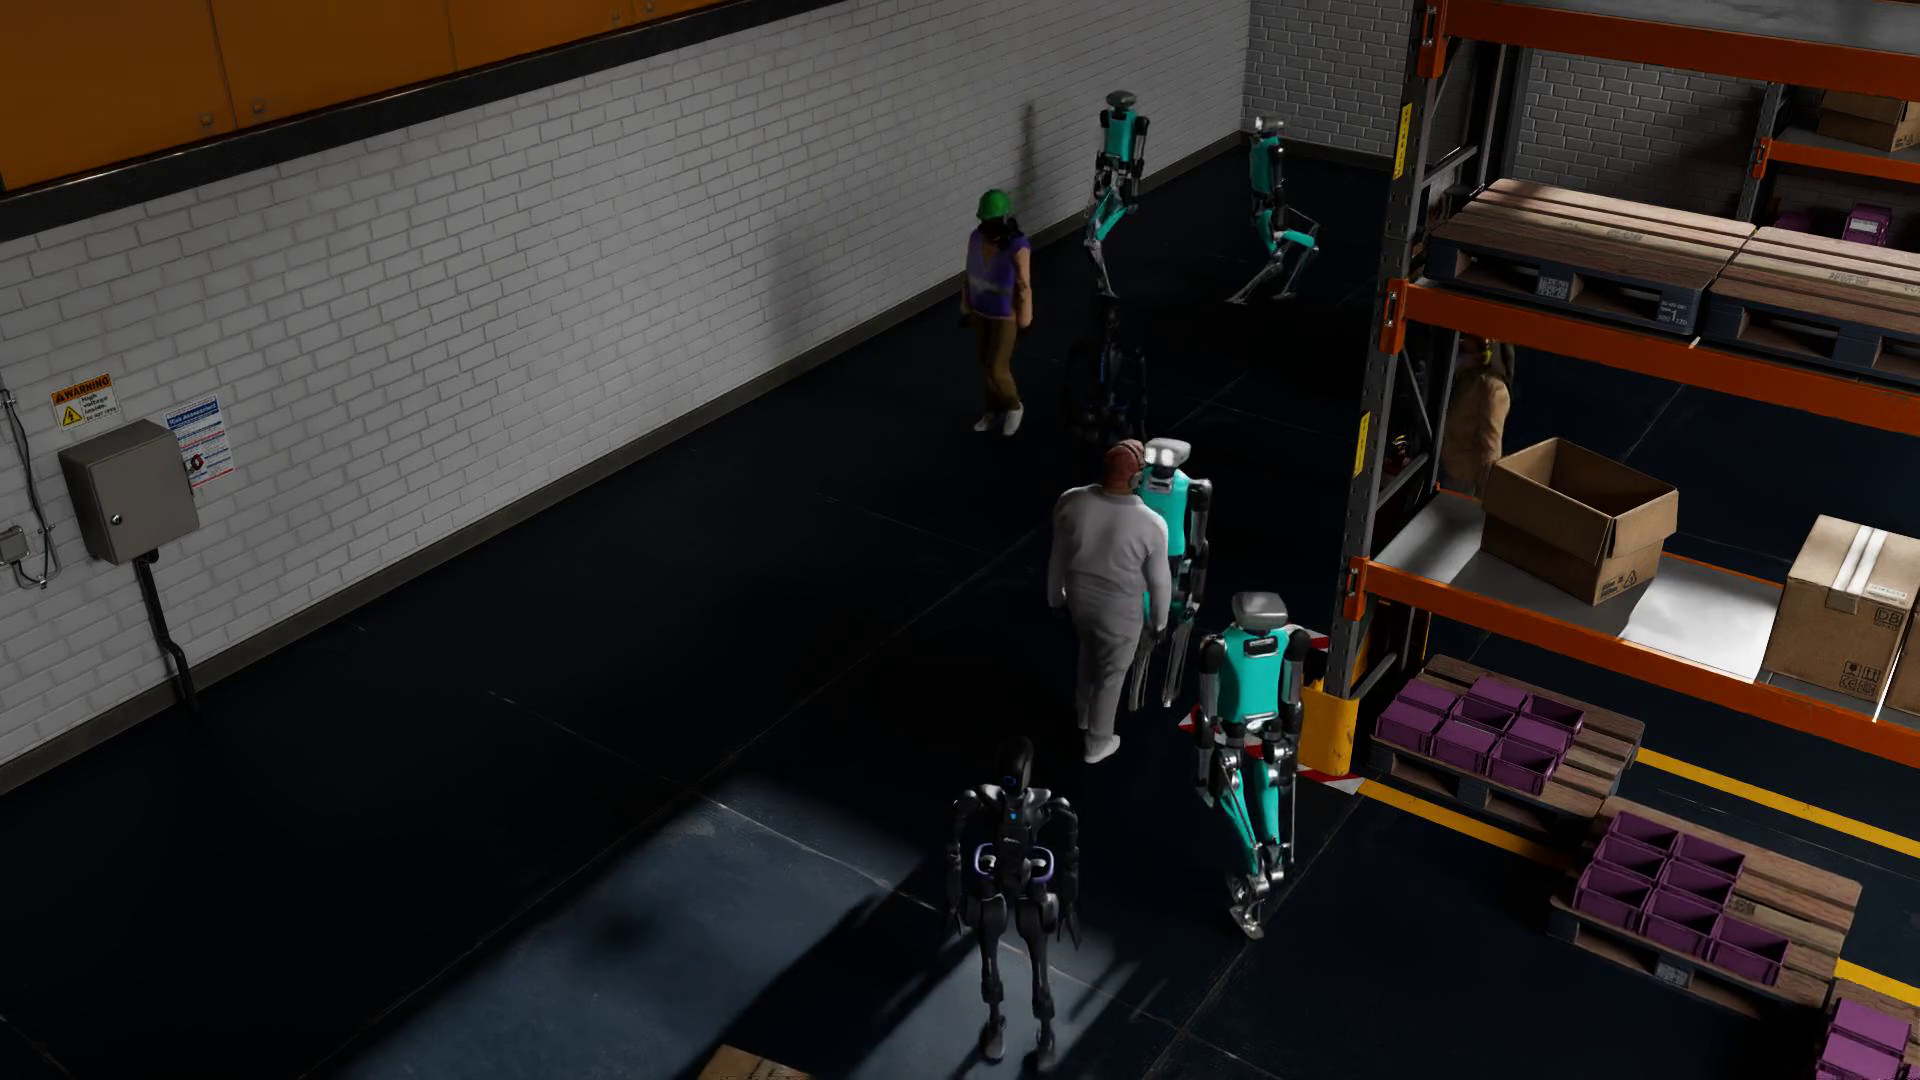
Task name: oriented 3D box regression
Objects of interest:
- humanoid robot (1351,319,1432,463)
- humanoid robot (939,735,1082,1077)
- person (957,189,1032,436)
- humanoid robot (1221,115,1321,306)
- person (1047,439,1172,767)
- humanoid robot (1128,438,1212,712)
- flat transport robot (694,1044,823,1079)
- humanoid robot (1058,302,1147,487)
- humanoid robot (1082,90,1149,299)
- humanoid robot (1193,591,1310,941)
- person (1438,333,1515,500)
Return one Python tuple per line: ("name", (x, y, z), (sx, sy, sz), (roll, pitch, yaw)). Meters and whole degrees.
("humanoid robot", (3.035, -1.034, 11.419), (0.506, 1.640, 0.609), (-2, 30, -3))
("humanoid robot", (0.212, 1.522, 6.980), (0.610, 1.649, 0.355), (2, 30, 4))
("person", (0.261, -1.675, 12.303), (0.557, 1.918, 0.484), (25, 38, 36))
("humanoid robot", (2.800, -2.822, 14.479), (0.926, 1.763, 0.546), (-9, 31, -15))
("person", (0.832, 0.314, 8.875), (0.663, 1.882, 0.621), (18, 34, 28))
("humanoid robot", (1.138, 0.188, 9.267), (0.541, 1.820, 0.657), (10, 31, 17))
("flat transport robot", (-0.493, 2.804, 6.176), (0.659, 0.231, 1.431), (13, 32, 21))
("humanoid robot", (0.965, -0.823, 11.089), (0.611, 1.625, 0.758), (6, 30, 10))
("humanoid robot", (1.277, -3.062, 14.875), (0.816, 1.772, 0.634), (-23, 37, -35))
("humanoid robot", (1.378, 1.148, 7.602), (0.543, 1.776, 0.872), (-8, 31, -14))
("person", (3.184, -0.493, 10.318), (0.852, 1.852, 0.574), (-3, 30, -6))
